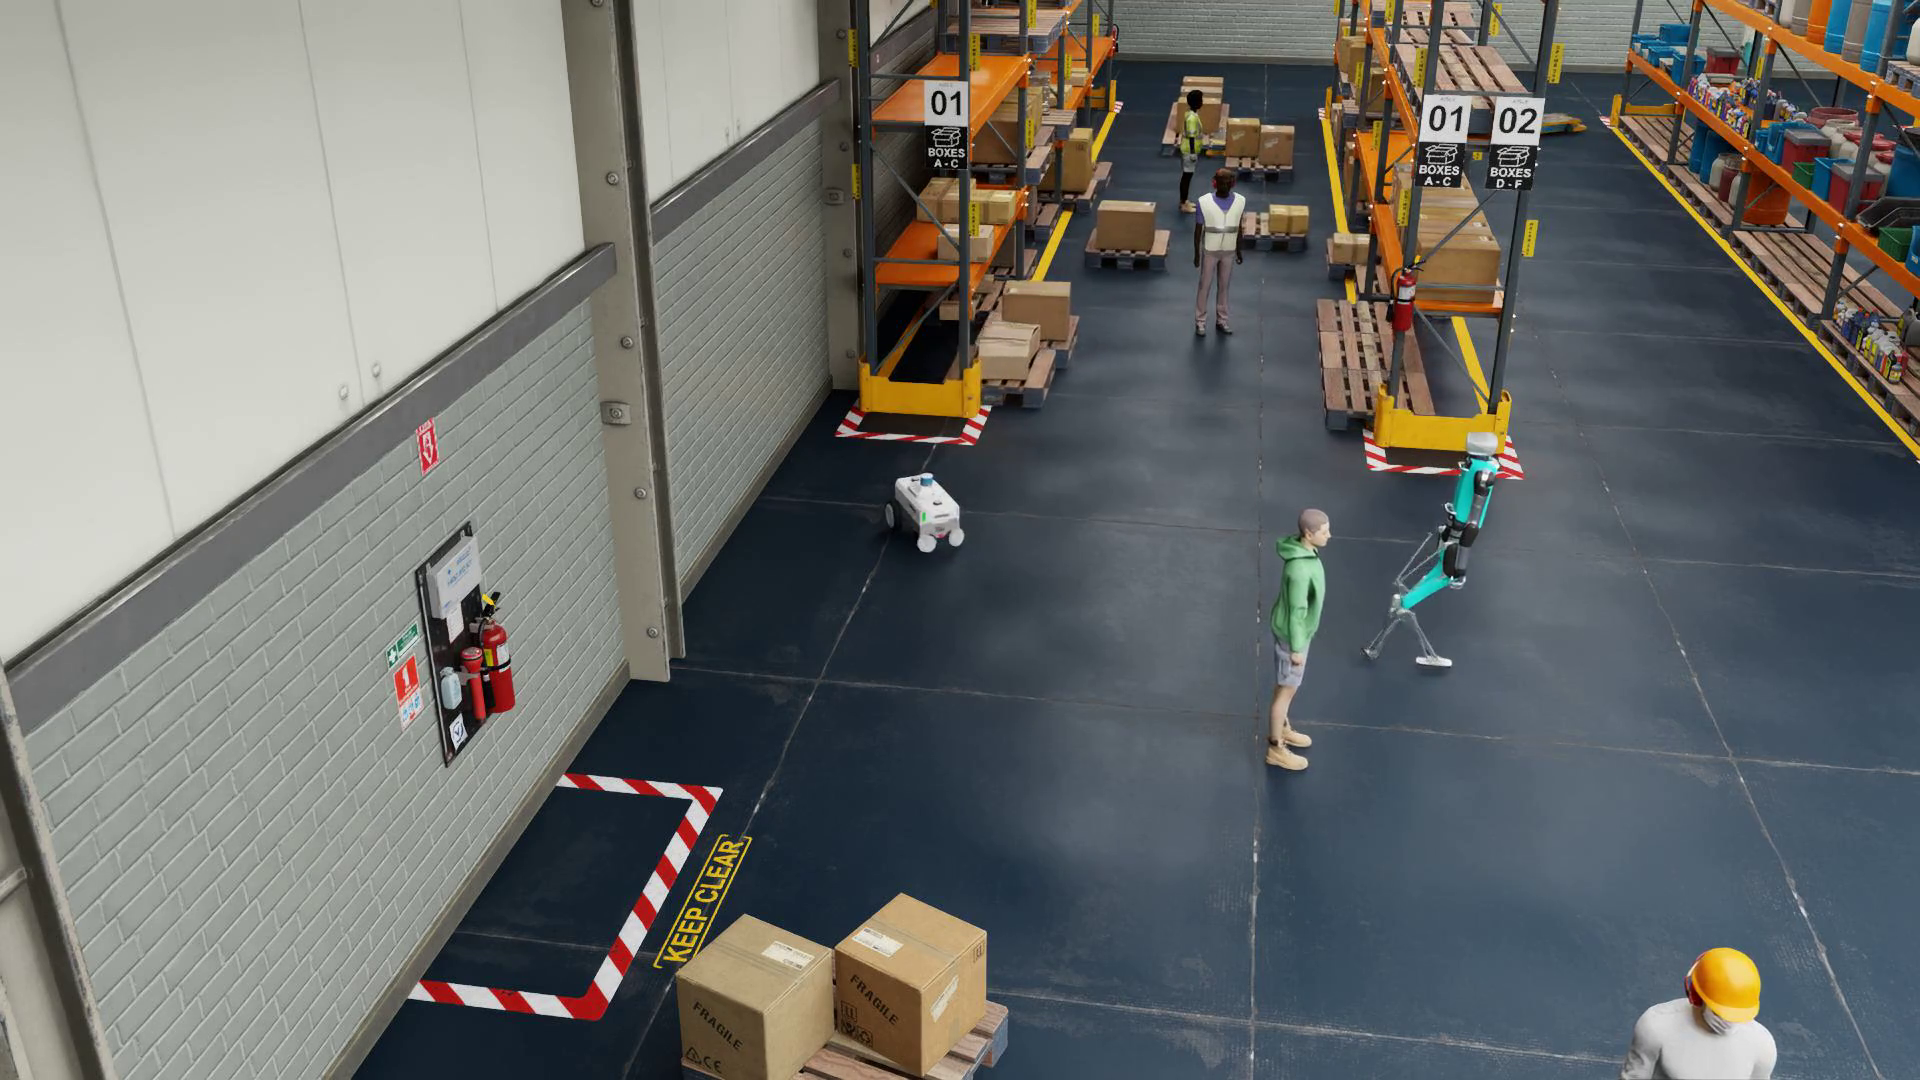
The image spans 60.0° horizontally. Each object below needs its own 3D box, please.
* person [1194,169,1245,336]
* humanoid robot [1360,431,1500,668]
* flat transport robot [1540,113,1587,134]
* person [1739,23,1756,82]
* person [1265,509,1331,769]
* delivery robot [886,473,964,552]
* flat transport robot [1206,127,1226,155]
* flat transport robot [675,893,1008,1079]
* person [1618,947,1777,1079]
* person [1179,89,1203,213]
[{"bbox_3d":[2.832,-3.169,18.277,0.571,1.843,0.376,-6,26,-14],"label":"person"},{"bbox_3d":[3.168,0.137,11.426,0.845,1.866,0.552,3,25,7],"label":"humanoid robot"},{"bbox_3d":[10.034,-7.152,28.664,1.431,0.231,0.659,-11,27,-22],"label":"flat transport robot"},{"bbox_3d":[15.393,-9.718,32.433,0.437,1.722,0.595,17,30,32],"label":"person"},{"bbox_3d":[2.085,0.601,10.339,0.326,1.740,0.471,7,26,14],"label":"person"},{"bbox_3d":[-0.265,-0.264,13.576,0.524,0.587,0.754,-9,27,-19],"label":"delivery robot"},{"bbox_3d":[4.427,-6.560,27.397,0.659,0.231,1.431,5,25,10],"label":"flat transport robot"},{"bbox_3d":[-0.503,2.562,7.875,0.659,0.231,1.431,12,28,24],"label":"flat transport robot"},{"bbox_3d":[2.789,2.343,6.436,0.569,1.889,0.388,7,26,14],"label":"person"},{"bbox_3d":[3.249,-5.466,23.366,0.316,1.696,0.541,1,25,3],"label":"person"}]
